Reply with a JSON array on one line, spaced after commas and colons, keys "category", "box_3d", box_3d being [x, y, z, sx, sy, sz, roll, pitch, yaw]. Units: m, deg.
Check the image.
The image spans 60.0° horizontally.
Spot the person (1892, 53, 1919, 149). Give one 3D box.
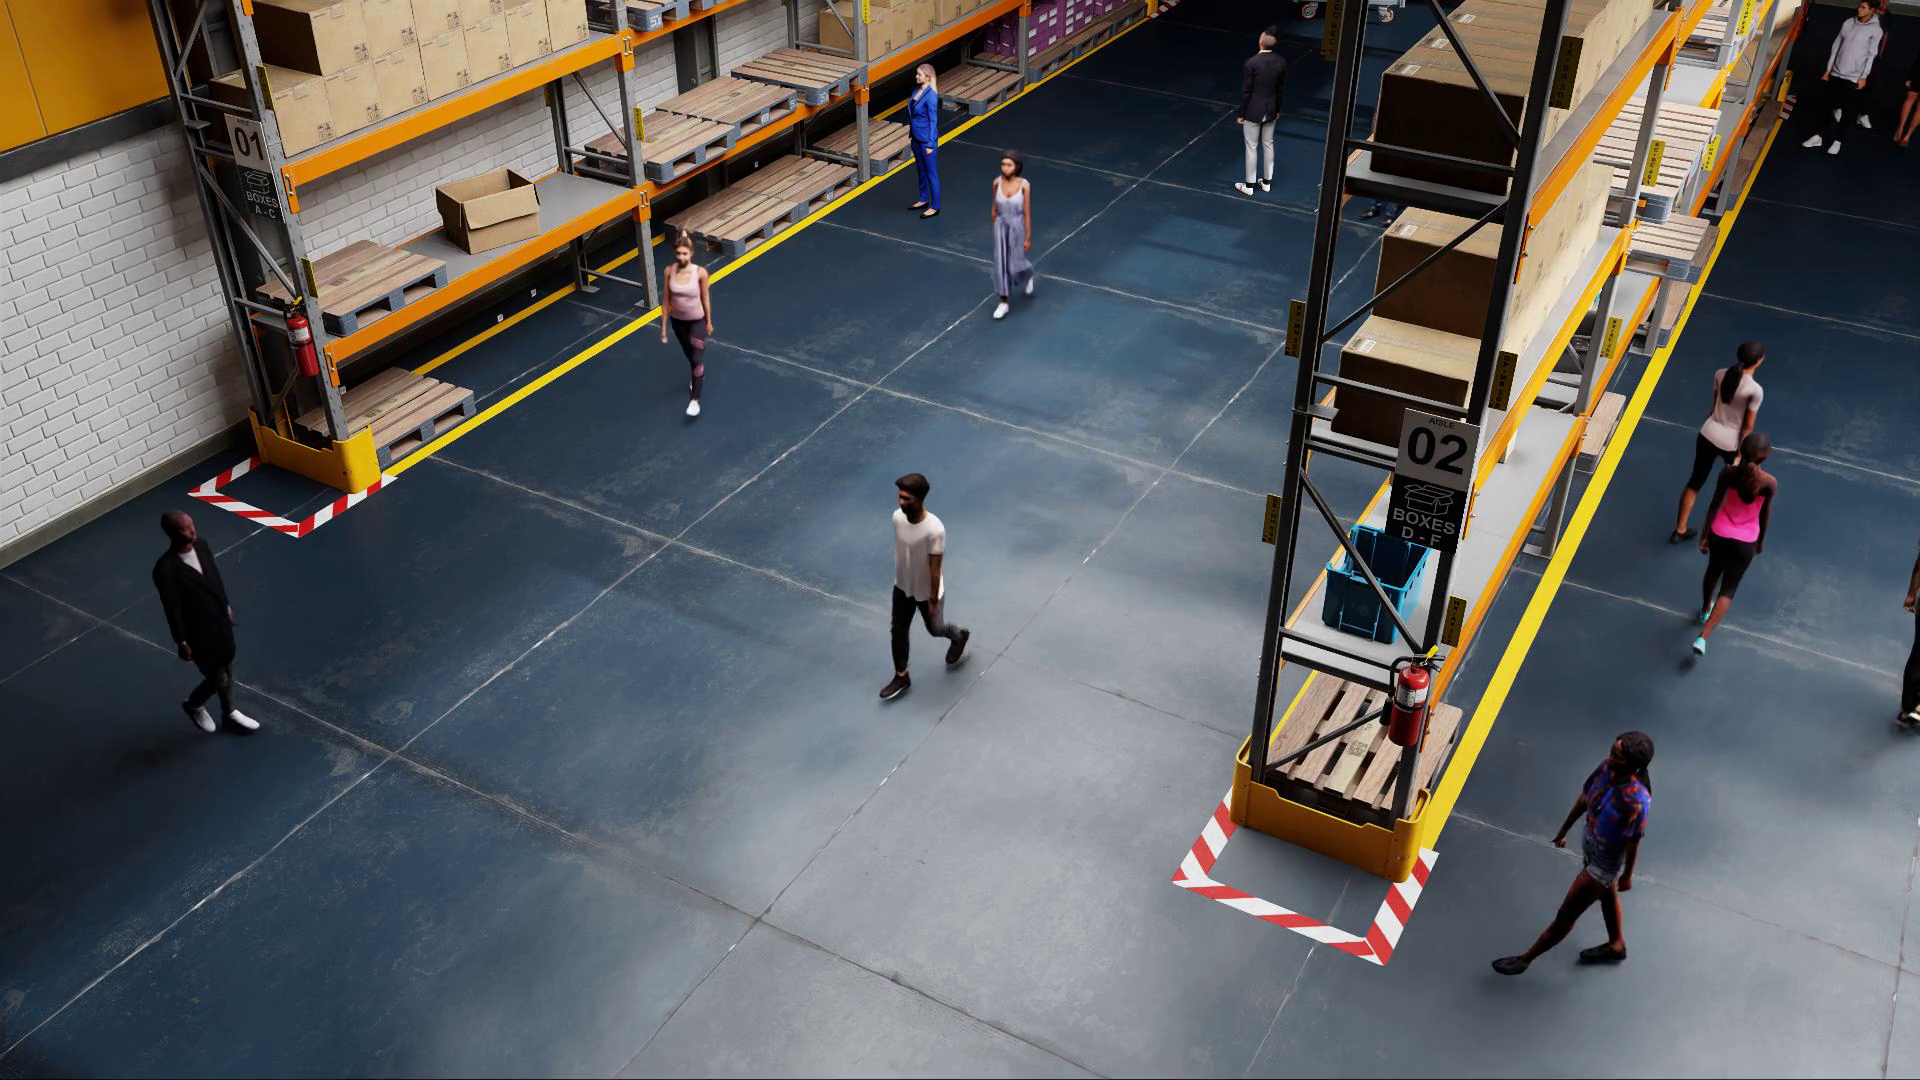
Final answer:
[{"category": "person", "box_3d": [11.741, -5.526, 20.212, 0.592, 1.621, 0.562, 16, 37, 23]}]

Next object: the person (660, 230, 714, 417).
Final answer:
[{"category": "person", "box_3d": [-2.420, -1.989, 14.912, 0.823, 1.598, 1.153, 6, 34, 9]}]

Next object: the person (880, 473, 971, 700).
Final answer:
[{"category": "person", "box_3d": [-0.213, 0.275, 11.415, 0.749, 1.698, 1.092, 25, 41, 32]}]

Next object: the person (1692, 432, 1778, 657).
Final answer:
[{"category": "person", "box_3d": [5.444, 0.050, 11.761, 0.655, 1.691, 1.124, 23, 40, 31]}]

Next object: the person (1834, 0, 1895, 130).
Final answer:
[{"category": "person", "box_3d": [11.413, -6.163, 21.048, 0.829, 1.757, 0.966, 1, 34, 2]}]

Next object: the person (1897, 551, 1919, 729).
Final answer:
[{"category": "person", "box_3d": [6.459, 0.497, 10.959, 0.748, 1.834, 0.756, -28, 43, -35]}]

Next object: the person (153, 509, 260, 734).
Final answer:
[{"category": "person", "box_3d": [-5.064, 0.555, 10.948, 0.822, 1.748, 0.758, 9, 35, 13]}]

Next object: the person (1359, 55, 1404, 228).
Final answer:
[{"category": "person", "box_3d": [4.764, -4.408, 18.307, 0.683, 1.867, 0.653, 28, 42, 35]}]

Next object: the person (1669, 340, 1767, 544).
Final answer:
[{"category": "person", "box_3d": [5.845, -0.718, 12.885, 0.930, 1.724, 0.810, -21, 39, -28]}]

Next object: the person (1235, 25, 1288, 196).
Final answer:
[{"category": "person", "box_3d": [3.449, -4.927, 19.016, 0.779, 1.948, 0.854, -10, 35, -15]}]

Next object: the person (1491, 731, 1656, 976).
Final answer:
[{"category": "person", "box_3d": [3.634, 1.751, 9.191, 1.092, 1.702, 1.106, -5, 34, -7]}]

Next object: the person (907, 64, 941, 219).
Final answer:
[{"category": "person", "box_3d": [-0.381, -4.465, 18.543, 0.720, 1.701, 0.708, -17, 37, -24]}]

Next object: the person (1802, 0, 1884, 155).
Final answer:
[{"category": "person", "box_3d": [10.771, -5.668, 20.150, 0.734, 1.927, 0.759, -23, 40, -30]}]

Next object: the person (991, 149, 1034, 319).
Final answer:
[{"category": "person", "box_3d": [0.537, -3.047, 16.430, 0.656, 1.679, 0.929, 13, 36, 18]}]
